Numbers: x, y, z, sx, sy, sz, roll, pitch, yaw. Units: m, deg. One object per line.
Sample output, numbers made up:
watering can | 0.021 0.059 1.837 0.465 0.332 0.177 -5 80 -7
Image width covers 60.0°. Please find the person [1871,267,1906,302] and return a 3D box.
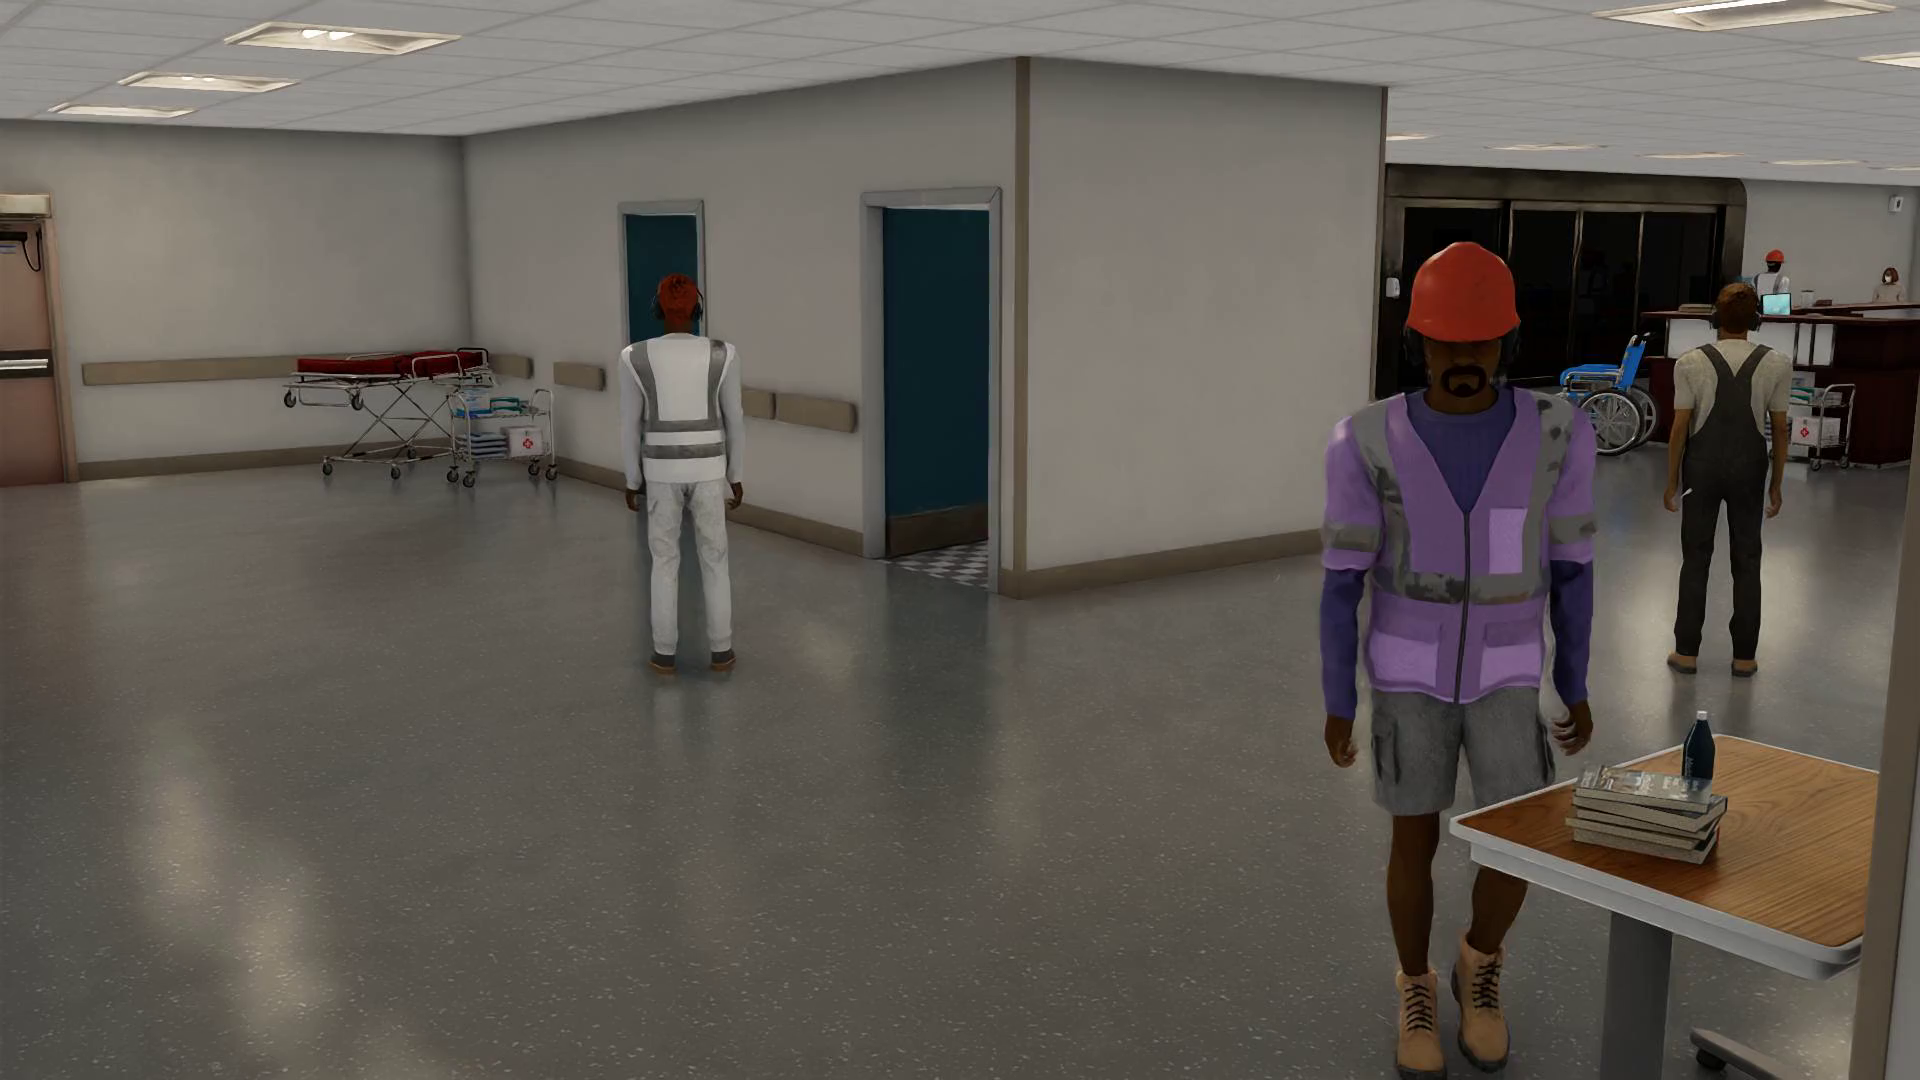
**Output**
person | 15.048 -3.605 27.022 0.497 1.633 0.284 9 14 42

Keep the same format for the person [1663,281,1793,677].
person | 3.574 -0.278 7.780 0.508 1.844 0.332 3 11 18

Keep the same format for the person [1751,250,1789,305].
person | 11.666 -3.208 23.985 0.392 1.929 0.546 -7 12 -34

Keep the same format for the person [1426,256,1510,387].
person | 4.336 -1.482 14.319 0.764 1.922 0.451 2 10 9

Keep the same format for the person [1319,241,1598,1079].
person | 1.165 0.325 3.911 0.648 2.019 0.496 2 10 11

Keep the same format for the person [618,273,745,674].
person | -1.298 -0.302 7.822 0.573 1.883 0.356 -2 10 -12
